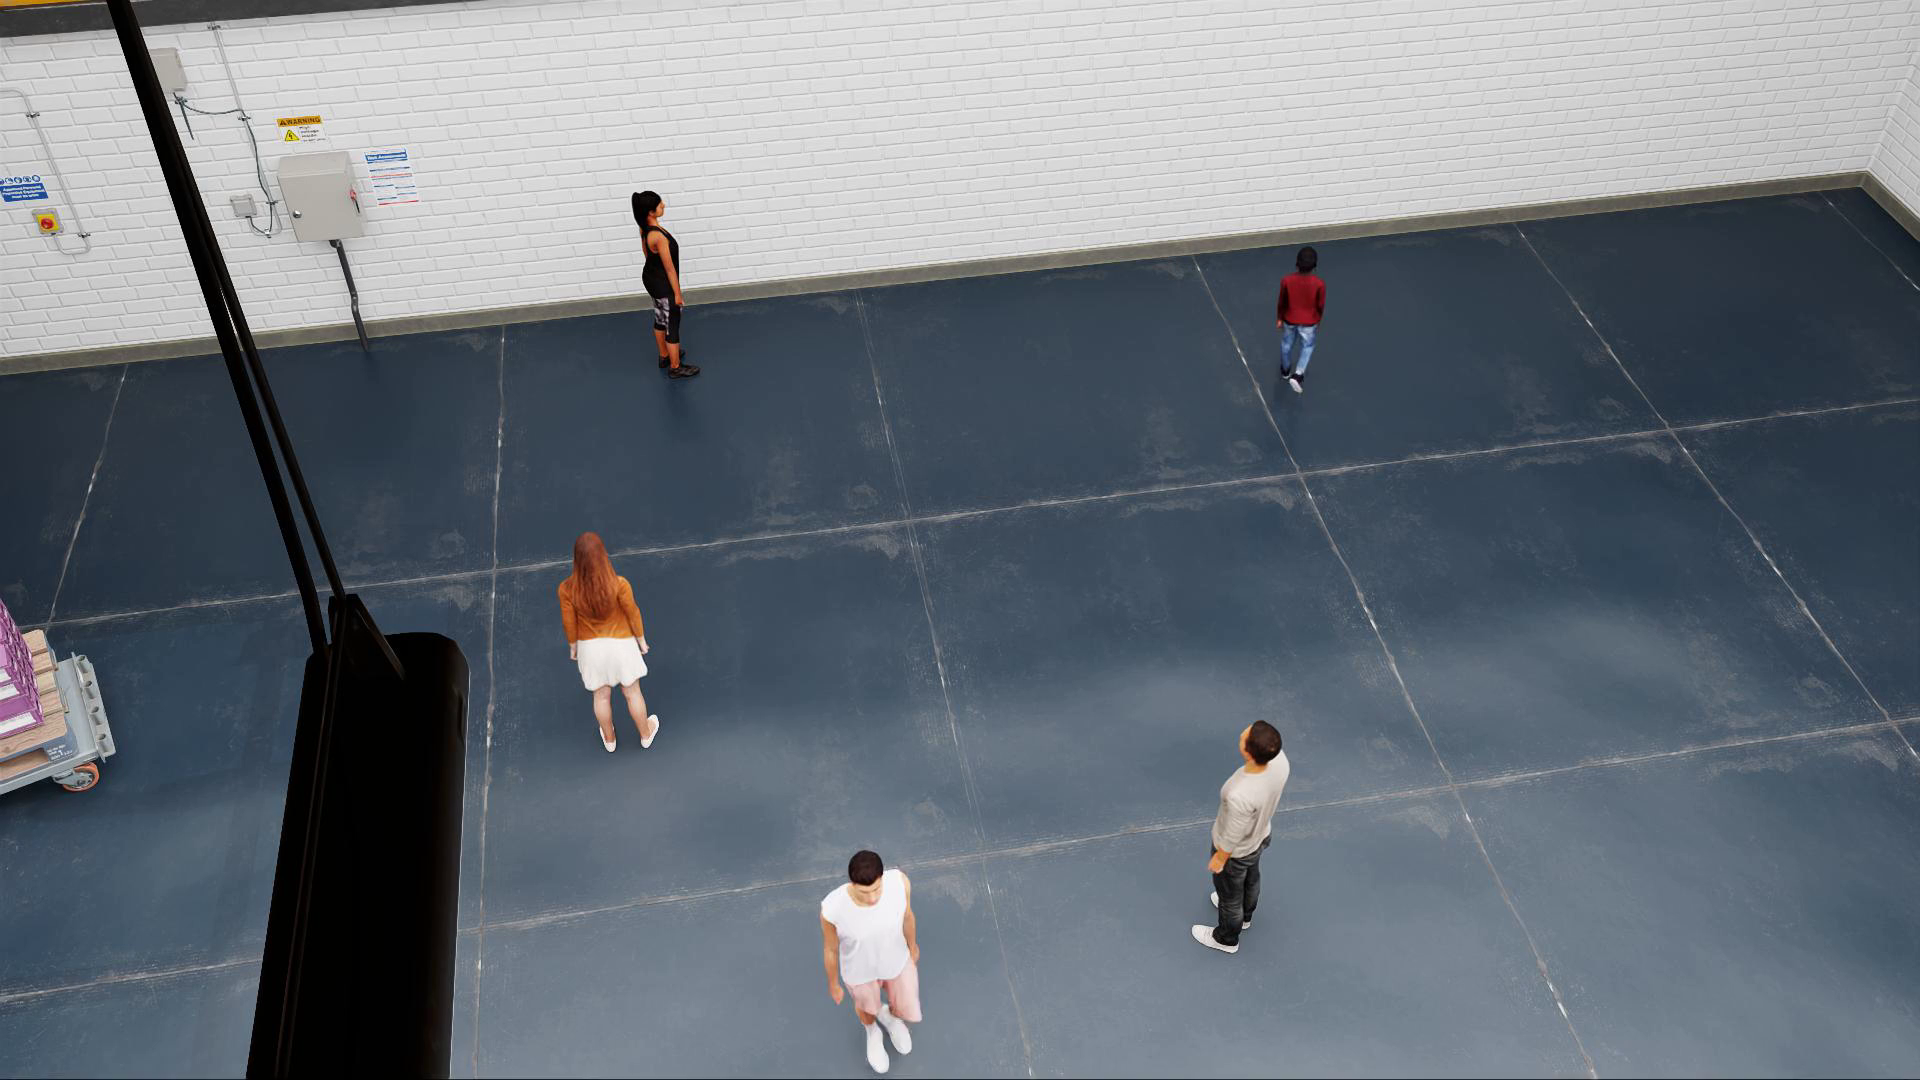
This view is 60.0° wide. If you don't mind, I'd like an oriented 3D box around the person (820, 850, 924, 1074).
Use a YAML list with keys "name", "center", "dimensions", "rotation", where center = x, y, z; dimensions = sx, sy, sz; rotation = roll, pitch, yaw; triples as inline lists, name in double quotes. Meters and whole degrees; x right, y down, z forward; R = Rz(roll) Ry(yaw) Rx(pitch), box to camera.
- name: "person"
  center: [-0.460, 2.077, 8.543]
  dimensions: [0.713, 1.776, 0.707]
  rotation: [-14, 45, -14]

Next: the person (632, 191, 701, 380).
- name: "person"
  center: [-2.312, -1.997, 12.902]
  dimensions: [0.707, 1.661, 0.574]
  rotation: [-25, 49, -24]

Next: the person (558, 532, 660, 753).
- name: "person"
  center: [-2.142, 0.644, 10.088]
  dimensions: [0.631, 1.719, 0.569]
  rotation: [-5, 44, -5]

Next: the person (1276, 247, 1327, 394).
- name: "person"
  center: [2.636, -1.699, 12.890]
  dimensions: [0.674, 1.246, 0.790]
  rotation: [12, 45, 12]

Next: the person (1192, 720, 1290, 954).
- name: "person"
  center: [1.542, 1.607, 9.010]
  dimensions: [0.780, 1.812, 0.728]
  rotation: [27, 50, 26]
